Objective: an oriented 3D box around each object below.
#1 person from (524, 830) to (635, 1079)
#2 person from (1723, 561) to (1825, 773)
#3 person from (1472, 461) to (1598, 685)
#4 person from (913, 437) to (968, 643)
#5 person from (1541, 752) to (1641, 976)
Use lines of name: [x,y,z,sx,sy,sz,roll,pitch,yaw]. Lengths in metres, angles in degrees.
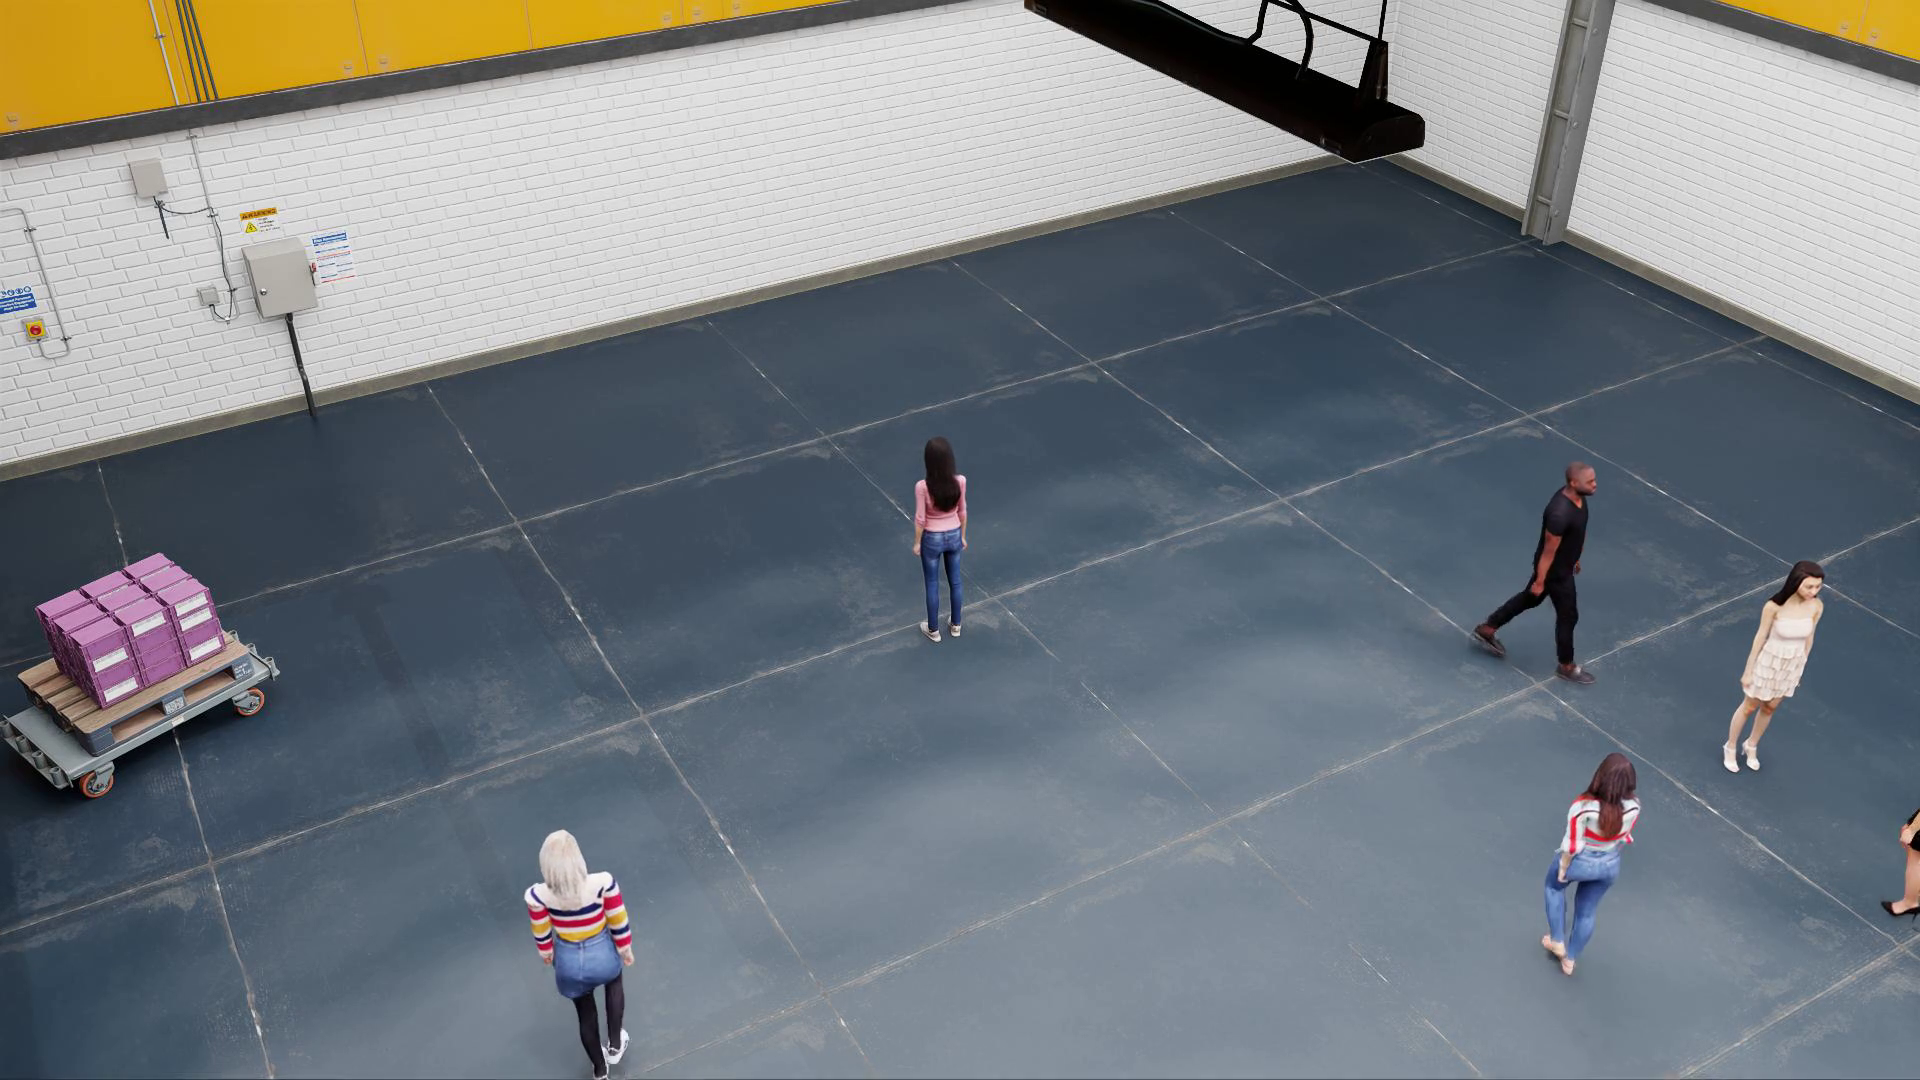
person: [-2.021,2.321,8.984,0.764,1.796,0.760,-6,34,-8]
person: [5.488,0.860,11.238,0.642,1.734,0.663,-1,34,-1]
person: [4.262,0.196,12.197,1.293,1.776,1.056,19,38,26]
person: [-0.142,-0.006,12.532,0.607,1.743,0.561,-11,35,-16]
person: [3.709,1.945,9.725,0.710,1.601,0.738,0,34,0]
